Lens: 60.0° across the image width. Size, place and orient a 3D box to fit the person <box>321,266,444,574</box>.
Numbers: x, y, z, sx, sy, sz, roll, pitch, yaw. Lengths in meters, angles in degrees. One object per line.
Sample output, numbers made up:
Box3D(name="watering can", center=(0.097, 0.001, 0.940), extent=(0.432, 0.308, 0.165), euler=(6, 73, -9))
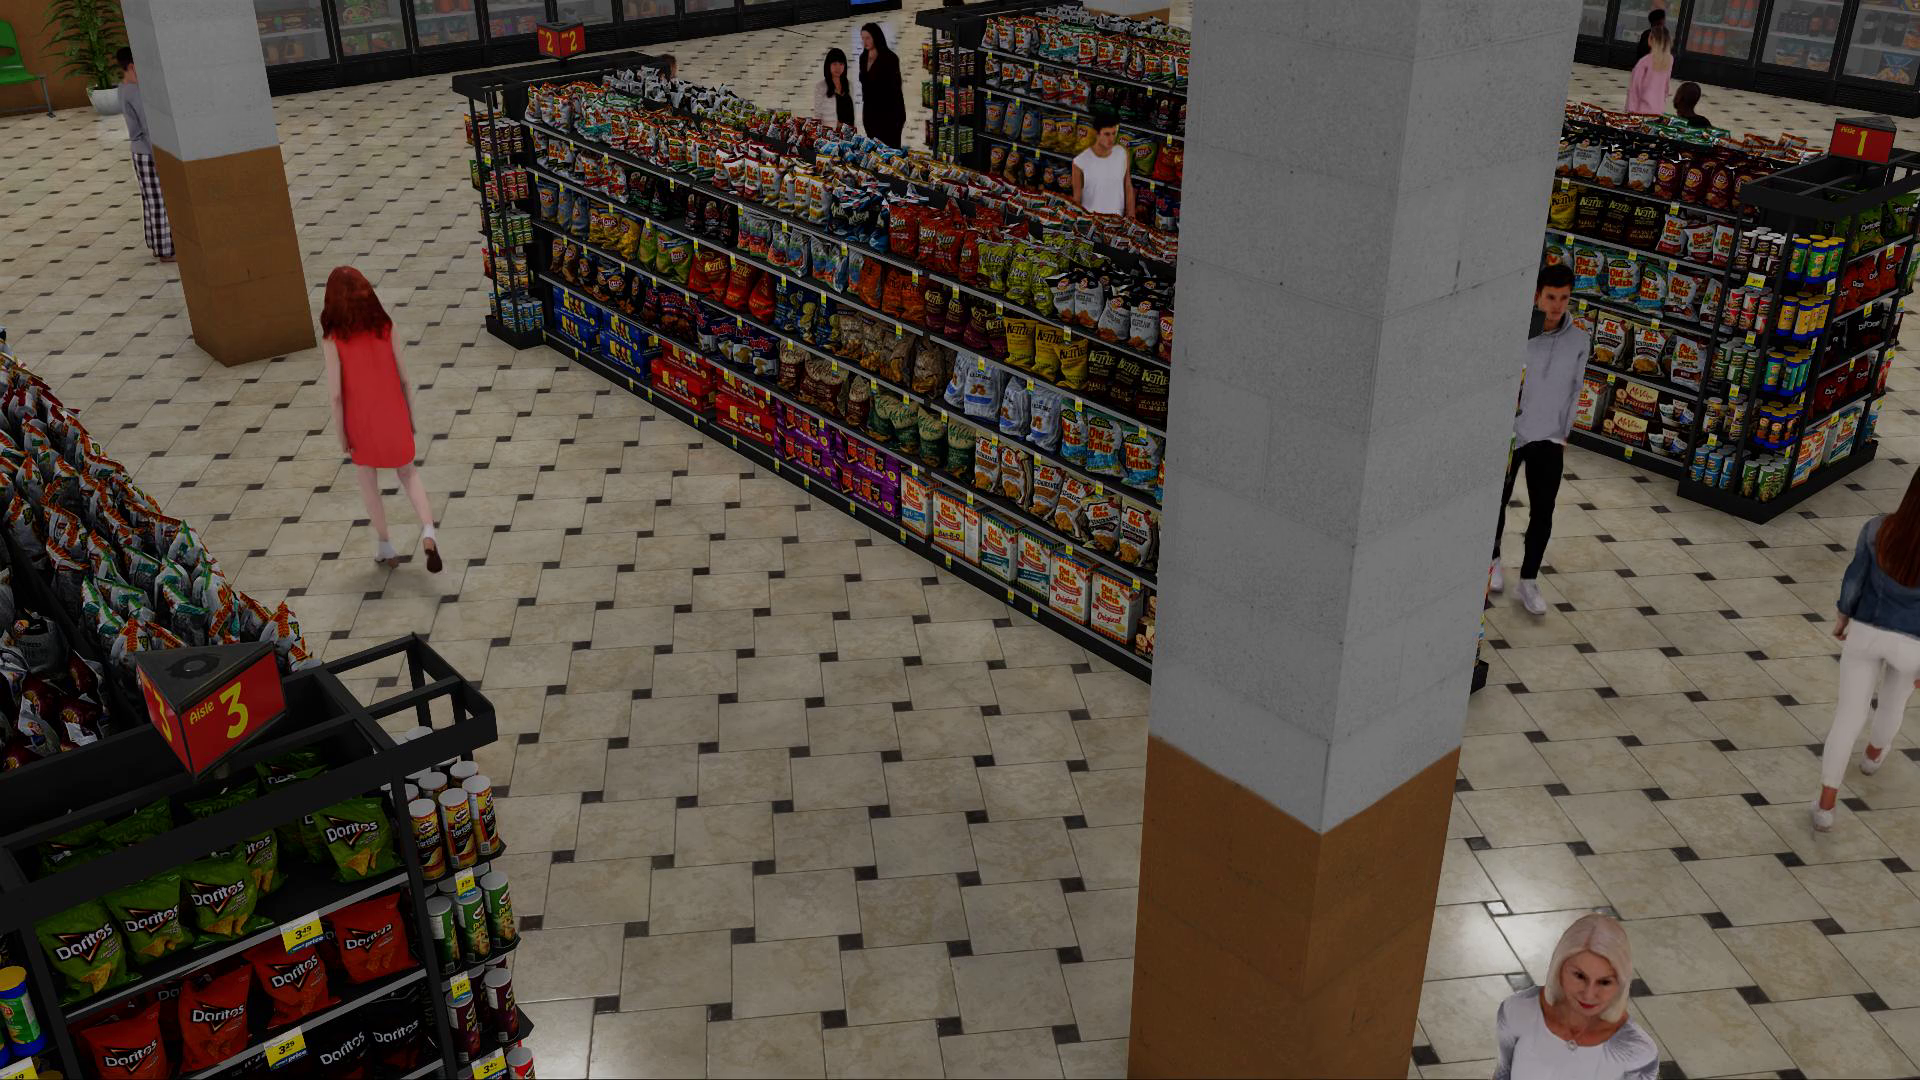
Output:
Box3D(name="person", center=(-3.157, -0.585, 9.100), extent=(0.673, 1.805, 1.037), euler=(-16, 31, -29))

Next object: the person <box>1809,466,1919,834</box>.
Box3D(name="person", center=(3.953, 0.505, 7.121), extent=(1.131, 1.650, 0.903), euler=(16, 31, 29))

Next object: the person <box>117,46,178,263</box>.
Box3D(name="person", center=(-7.103, -3.371, 14.547), extent=(0.699, 1.847, 0.490), euler=(-18, 32, -32))

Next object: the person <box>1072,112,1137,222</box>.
Box3D(name="person", center=(1.068, -2.429, 12.798), extent=(0.887, 1.749, 1.159), euler=(-13, 30, -25))

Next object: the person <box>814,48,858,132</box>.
Box3D(name="person", center=(-1.163, -3.775, 15.576), extent=(0.606, 1.636, 0.534), euler=(-20, 33, -34))

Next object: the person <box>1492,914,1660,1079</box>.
Box3D(name="person", center=(1.656, 1.708, 4.674), extent=(1.066, 1.718, 0.955), euler=(10, 29, 19))

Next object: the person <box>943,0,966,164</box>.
Box3D(name="person", center=(0.064, -4.545, 16.848), extent=(0.963, 1.860, 0.990), euler=(-7, 28, -13))

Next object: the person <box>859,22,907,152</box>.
Box3D(name="person", center=(-0.678, -4.180, 16.274), extent=(0.775, 1.728, 0.788), euler=(22, 34, 36))

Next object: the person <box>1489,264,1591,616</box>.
Box3D(name="person", center=(3.043, -0.602, 9.023), extent=(0.929, 1.905, 0.988), euler=(3, 27, 6))

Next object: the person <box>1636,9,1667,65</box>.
Box3D(name="person", center=(8.089, -5.577, 19.536), extent=(0.624, 1.269, 0.518), euler=(-13, 30, -24))

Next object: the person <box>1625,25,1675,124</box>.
Box3D(name="person", center=(6.773, -4.157, 16.300), extent=(0.887, 1.663, 1.151), euler=(-8, 28, -15))
